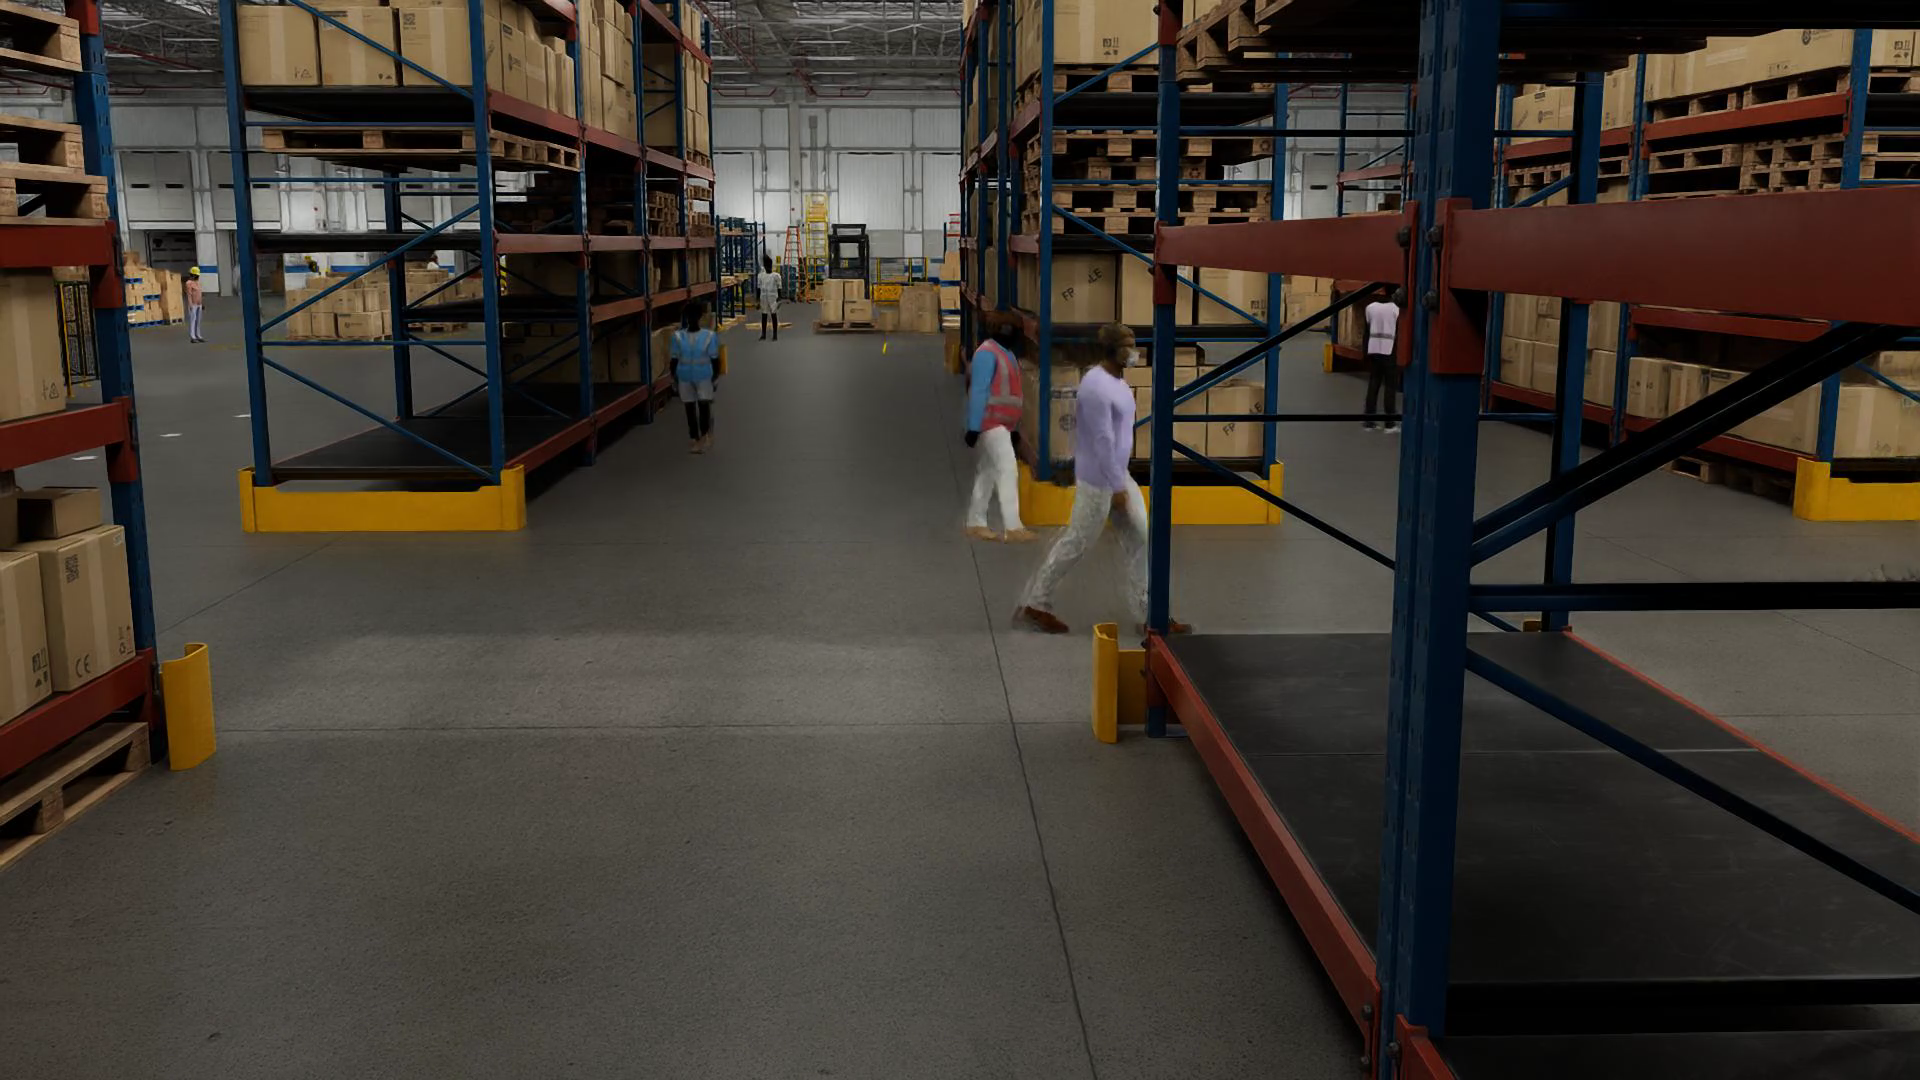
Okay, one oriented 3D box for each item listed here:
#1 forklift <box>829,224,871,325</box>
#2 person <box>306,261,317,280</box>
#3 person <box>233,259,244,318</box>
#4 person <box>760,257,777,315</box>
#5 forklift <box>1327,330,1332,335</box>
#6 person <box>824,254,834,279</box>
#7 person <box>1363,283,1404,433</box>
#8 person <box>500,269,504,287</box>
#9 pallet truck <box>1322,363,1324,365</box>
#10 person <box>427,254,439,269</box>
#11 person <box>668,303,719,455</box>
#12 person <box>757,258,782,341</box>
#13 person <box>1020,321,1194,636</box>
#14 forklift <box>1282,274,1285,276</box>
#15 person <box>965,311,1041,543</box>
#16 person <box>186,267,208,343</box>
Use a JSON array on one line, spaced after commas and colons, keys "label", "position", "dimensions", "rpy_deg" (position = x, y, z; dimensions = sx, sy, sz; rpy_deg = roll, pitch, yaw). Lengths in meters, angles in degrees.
[{"label": "forklift", "position": [-3.004, -7.215, 45.317], "dimensions": [1.129, 2.768, 1.873], "rpy_deg": [0, 10, -2]}, {"label": "person", "position": [-17.284, -6.508, 44.304], "dimensions": [0.867, 1.838, 0.526], "rpy_deg": [-8, 13, -37]}, {"label": "person", "position": [-22.001, -7.755, 50.987], "dimensions": [0.545, 1.921, 0.660], "rpy_deg": [6, 12, 30]}, {"label": "person", "position": [-6.066, -8.056, 52.831], "dimensions": [0.600, 1.879, 0.992], "rpy_deg": [-7, 12, -33]}, {"label": "forklift", "position": [10.088, -6.357, 40.536], "dimensions": [1.129, 2.768, 1.873], "rpy_deg": [-7, 12, -35]}, {"label": "person", "position": [-4.220, -8.448, 54.836], "dimensions": [0.369, 1.929, 0.586], "rpy_deg": [7, 12, 35]}, {"label": "person", "position": [5.215, -2.267, 20.434], "dimensions": [0.372, 1.916, 0.597], "rpy_deg": [-9, 13, -40]}, {"label": "person", "position": [-16.614, -9.210, 59.751], "dimensions": [0.655, 1.671, 0.558], "rpy_deg": [9, 13, 41]}, {"label": "pallet truck", "position": [7.712, -4.157, 30.737], "dimensions": [1.885, 1.965, 0.823], "rpy_deg": [3, 11, 16]}, {"label": "person", "position": [-17.143, -8.334, 54.203], "dimensions": [0.365, 1.931, 0.631], "rpy_deg": [-9, 13, -40]}, {"label": "person", "position": [-2.935, -1.761, 18.262], "dimensions": [0.546, 1.671, 0.569], "rpy_deg": [0, 10, 1]}, {"label": "person", "position": [-4.535, -5.704, 39.461], "dimensions": [0.603, 1.959, 0.377], "rpy_deg": [2, 10, 9]}, {"label": "person", "position": [0.839, -0.345, 9.835], "dimensions": [1.032, 1.894, 0.636], "rpy_deg": [5, 11, 25]}, {"label": "forklift", "position": [12.197, -10.520, 63.727], "dimensions": [1.129, 2.768, 1.873], "rpy_deg": [0, 10, -2]}, {"label": "person", "position": [0.379, -0.869, 12.983], "dimensions": [0.776, 1.802, 0.687], "rpy_deg": [3, 11, 18]}, {"label": "person", "position": [-17.742, -5.454, 38.632], "dimensions": [0.324, 1.760, 0.523], "rpy_deg": [1, 10, 7]}]
